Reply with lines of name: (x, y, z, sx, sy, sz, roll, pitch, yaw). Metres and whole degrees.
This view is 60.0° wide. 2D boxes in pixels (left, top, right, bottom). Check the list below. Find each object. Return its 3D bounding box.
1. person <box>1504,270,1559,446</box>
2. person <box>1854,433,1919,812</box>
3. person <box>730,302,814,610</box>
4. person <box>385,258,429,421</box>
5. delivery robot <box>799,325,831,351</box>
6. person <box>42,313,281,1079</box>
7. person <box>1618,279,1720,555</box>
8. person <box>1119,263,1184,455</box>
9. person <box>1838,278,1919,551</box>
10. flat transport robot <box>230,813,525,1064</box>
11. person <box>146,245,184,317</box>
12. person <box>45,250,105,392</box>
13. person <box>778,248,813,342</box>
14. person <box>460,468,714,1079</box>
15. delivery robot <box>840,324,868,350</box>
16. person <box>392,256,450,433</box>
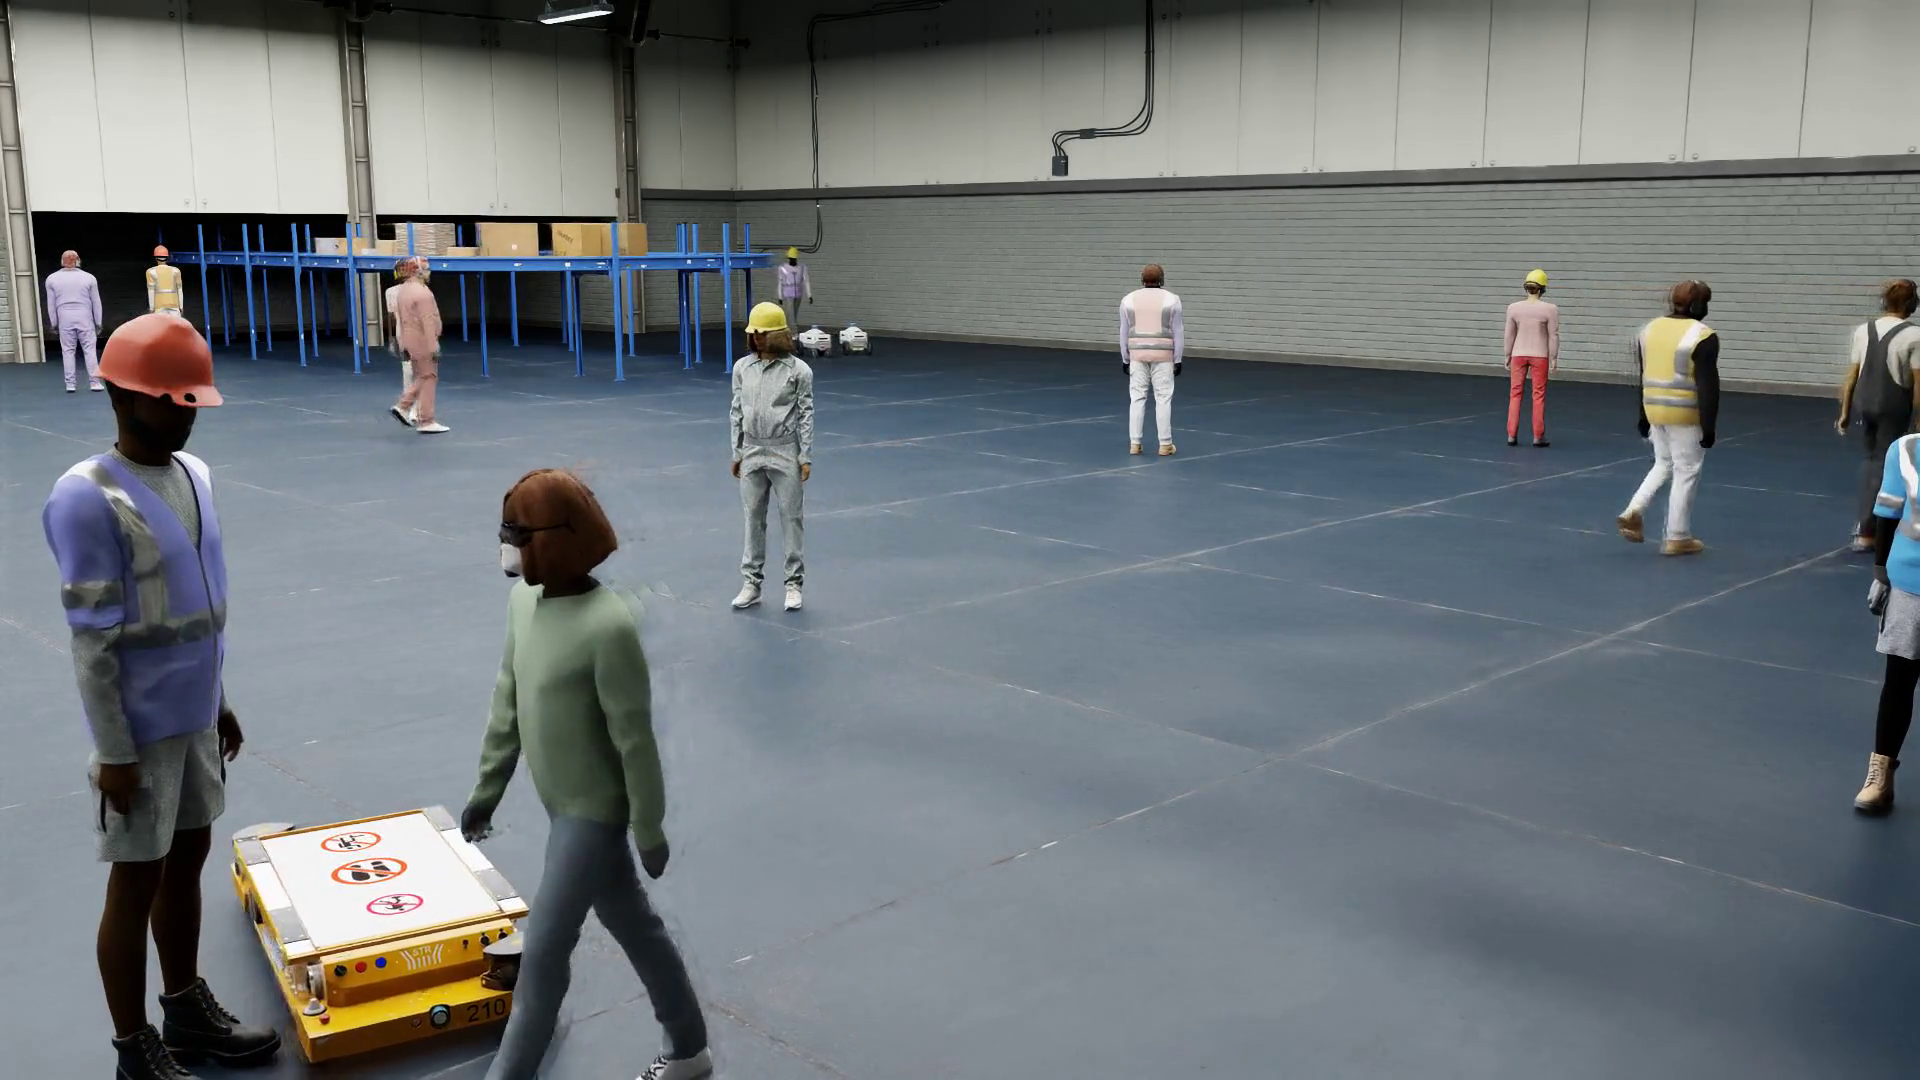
person: (5.761, -1.832, 16.779, 0.535, 1.764, 0.316, 7, 12, 33)
person: (3.560, 0.180, 5.994, 0.533, 1.692, 0.319, 8, 13, 36)
person: (-1.075, -0.472, 9.429, 0.483, 1.738, 0.312, 2, 11, 13)
person: (-6.292, -2.299, 19.078, 0.551, 1.848, 0.453, -3, 11, -18)
delivery robot: (-2.537, -3.511, 29.088, 0.477, 0.478, 0.707, -6, 12, -28)
person: (-1.916, 0.419, 4.051, 0.385, 1.928, 0.546, 1, 10, 5)
person: (4.742, -0.810, 11.030, 0.492, 1.824, 0.644, -4, 11, -20)
person: (1.866, -1.753, 16.124, 0.630, 1.846, 0.429, 4, 11, 19)
person: (6.288, -0.851, 11.249, 0.588, 1.823, 0.559, -5, 12, -26)
flat transport robot: (-1.730, 1.102, 4.964, 0.652, 0.197, 1.431, -6, 12, -30)
person: (-13.102, -3.875, 27.435, 0.542, 1.939, 0.362, -8, 13, -36)
person: (-11.981, -2.963, 22.553, 0.652, 1.906, 0.403, -4, 11, -20)
person: (-3.314, -4.895, 33.227, 0.611, 1.858, 1.027, -5, 11, -24)
person: (-0.933, 0.628, 3.820, 0.861, 1.588, 0.500, -7, 13, -35)
delivery robot: (-1.901, -3.624, 29.704, 0.477, 0.478, 0.707, -4, 11, -20)
person: (-5.772, -2.085, 17.804, 0.480, 1.892, 0.647, -7, 12, -33)
